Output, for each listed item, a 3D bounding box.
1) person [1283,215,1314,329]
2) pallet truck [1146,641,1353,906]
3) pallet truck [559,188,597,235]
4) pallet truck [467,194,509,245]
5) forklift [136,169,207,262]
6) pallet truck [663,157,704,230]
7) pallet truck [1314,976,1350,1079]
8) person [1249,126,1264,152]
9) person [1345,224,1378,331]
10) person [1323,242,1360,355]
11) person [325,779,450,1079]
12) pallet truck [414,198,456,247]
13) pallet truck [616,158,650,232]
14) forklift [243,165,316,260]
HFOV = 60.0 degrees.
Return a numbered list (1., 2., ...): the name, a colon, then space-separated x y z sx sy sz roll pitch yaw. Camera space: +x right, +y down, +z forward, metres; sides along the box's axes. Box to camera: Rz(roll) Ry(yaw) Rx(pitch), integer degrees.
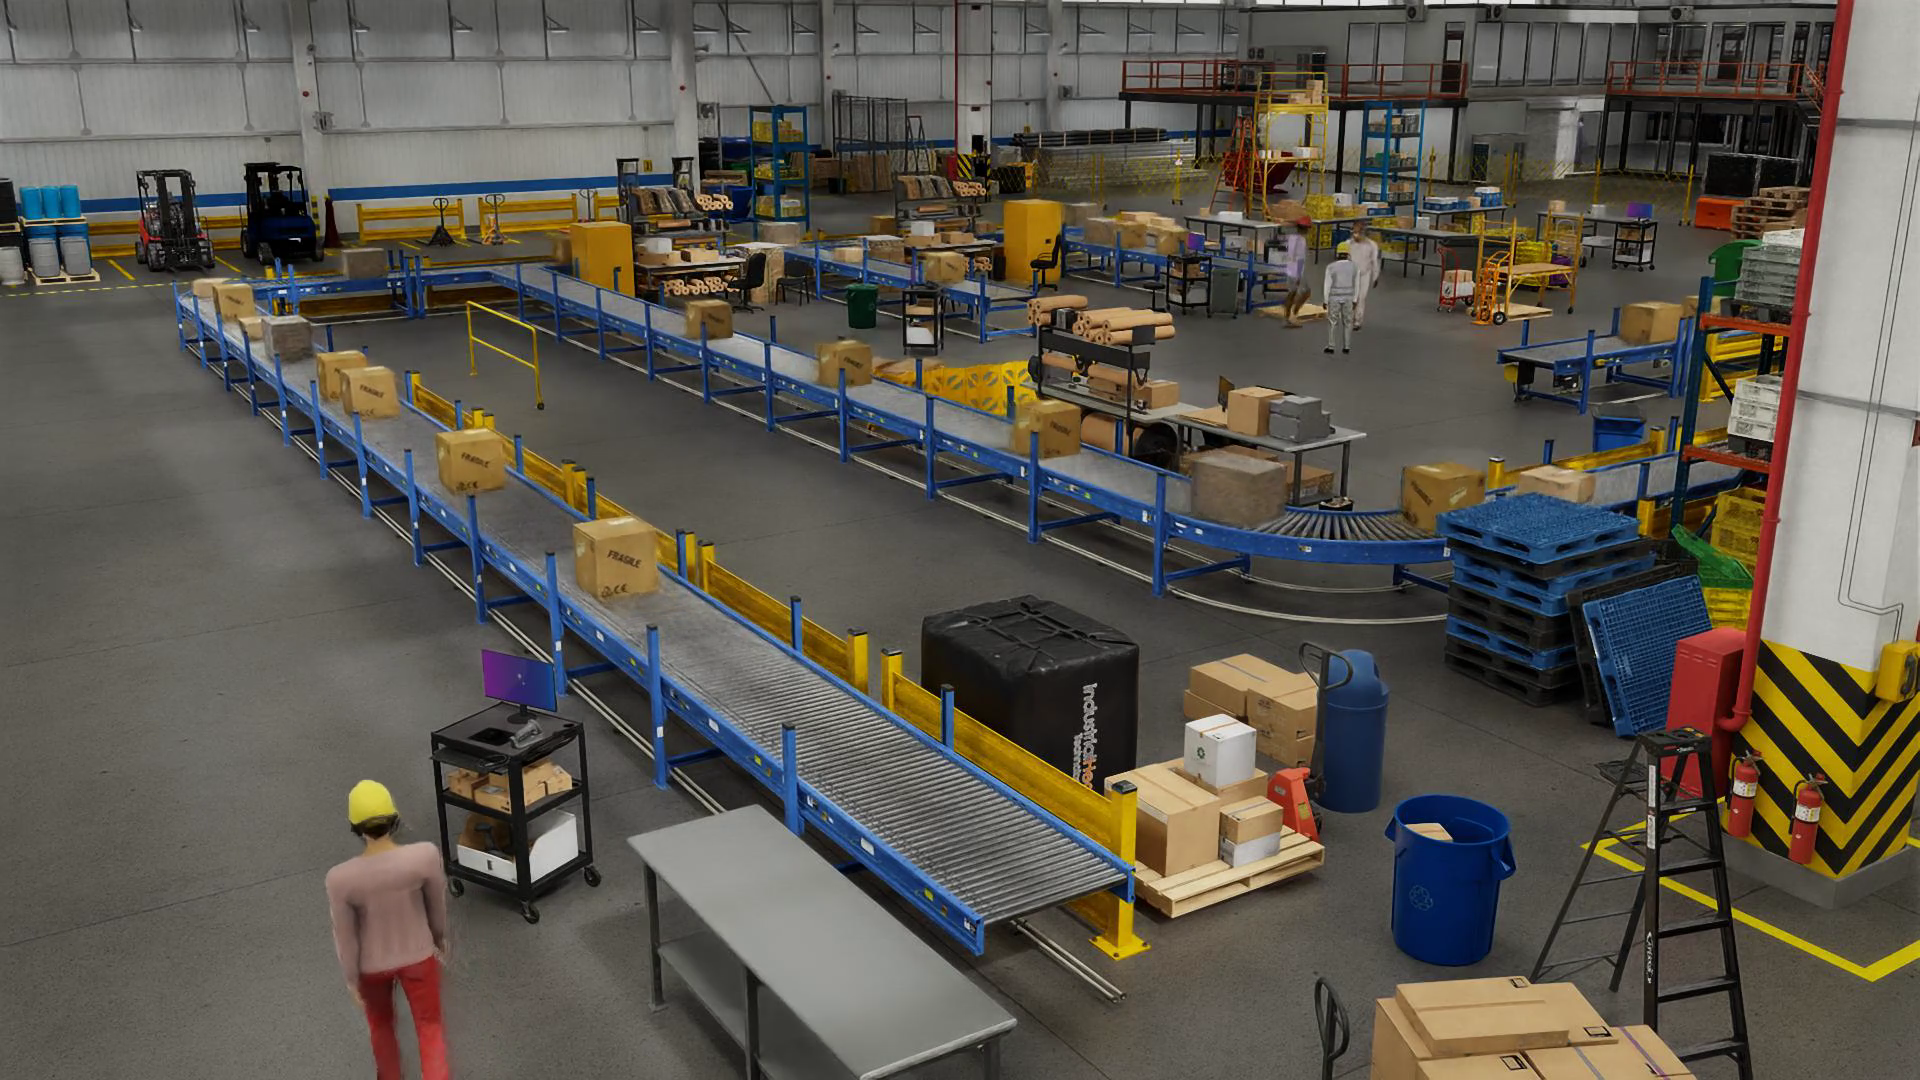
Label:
1. person: 5.983 -4.738 29.453 0.467 2.014 0.614 -4 17 -14
2. pallet truck: 1.664 1.407 10.232 1.630 1.274 0.653 -10 20 -31
3. pallet truck: -10.010 -8.652 43.699 0.653 1.274 1.630 -10 20 -31
4. pallet truck: -11.983 -8.177 42.137 0.704 1.261 1.522 -11 20 -33
5. forklift: -17.842 -7.318 37.559 1.157 1.987 2.680 -10 20 -31
6. pallet truck: -7.586 -9.308 44.692 0.823 1.965 1.885 -11 20 -33
7. pallet truck: 2.299 2.390 7.086 1.601 1.201 0.680 -2 17 -7
8. person: 11.336 -14.913 63.649 0.578 1.817 0.585 5 17 16
9. person: 7.111 -4.708 29.619 0.686 1.867 0.897 8 19 25
10. person: 6.196 -3.933 27.090 0.586 1.833 0.404 -2 17 -5
11. person: -2.597 1.950 7.662 0.516 1.746 0.734 -8 18 -24
12. pallet truck: -13.250 -8.060 41.856 0.680 1.201 1.601 -10 20 -31
13. pallet truck: -8.918 -9.176 44.255 0.823 1.965 1.885 -9 19 -27
14. forklift: -15.898 -7.669 38.708 1.157 1.987 2.680 -11 20 -33
